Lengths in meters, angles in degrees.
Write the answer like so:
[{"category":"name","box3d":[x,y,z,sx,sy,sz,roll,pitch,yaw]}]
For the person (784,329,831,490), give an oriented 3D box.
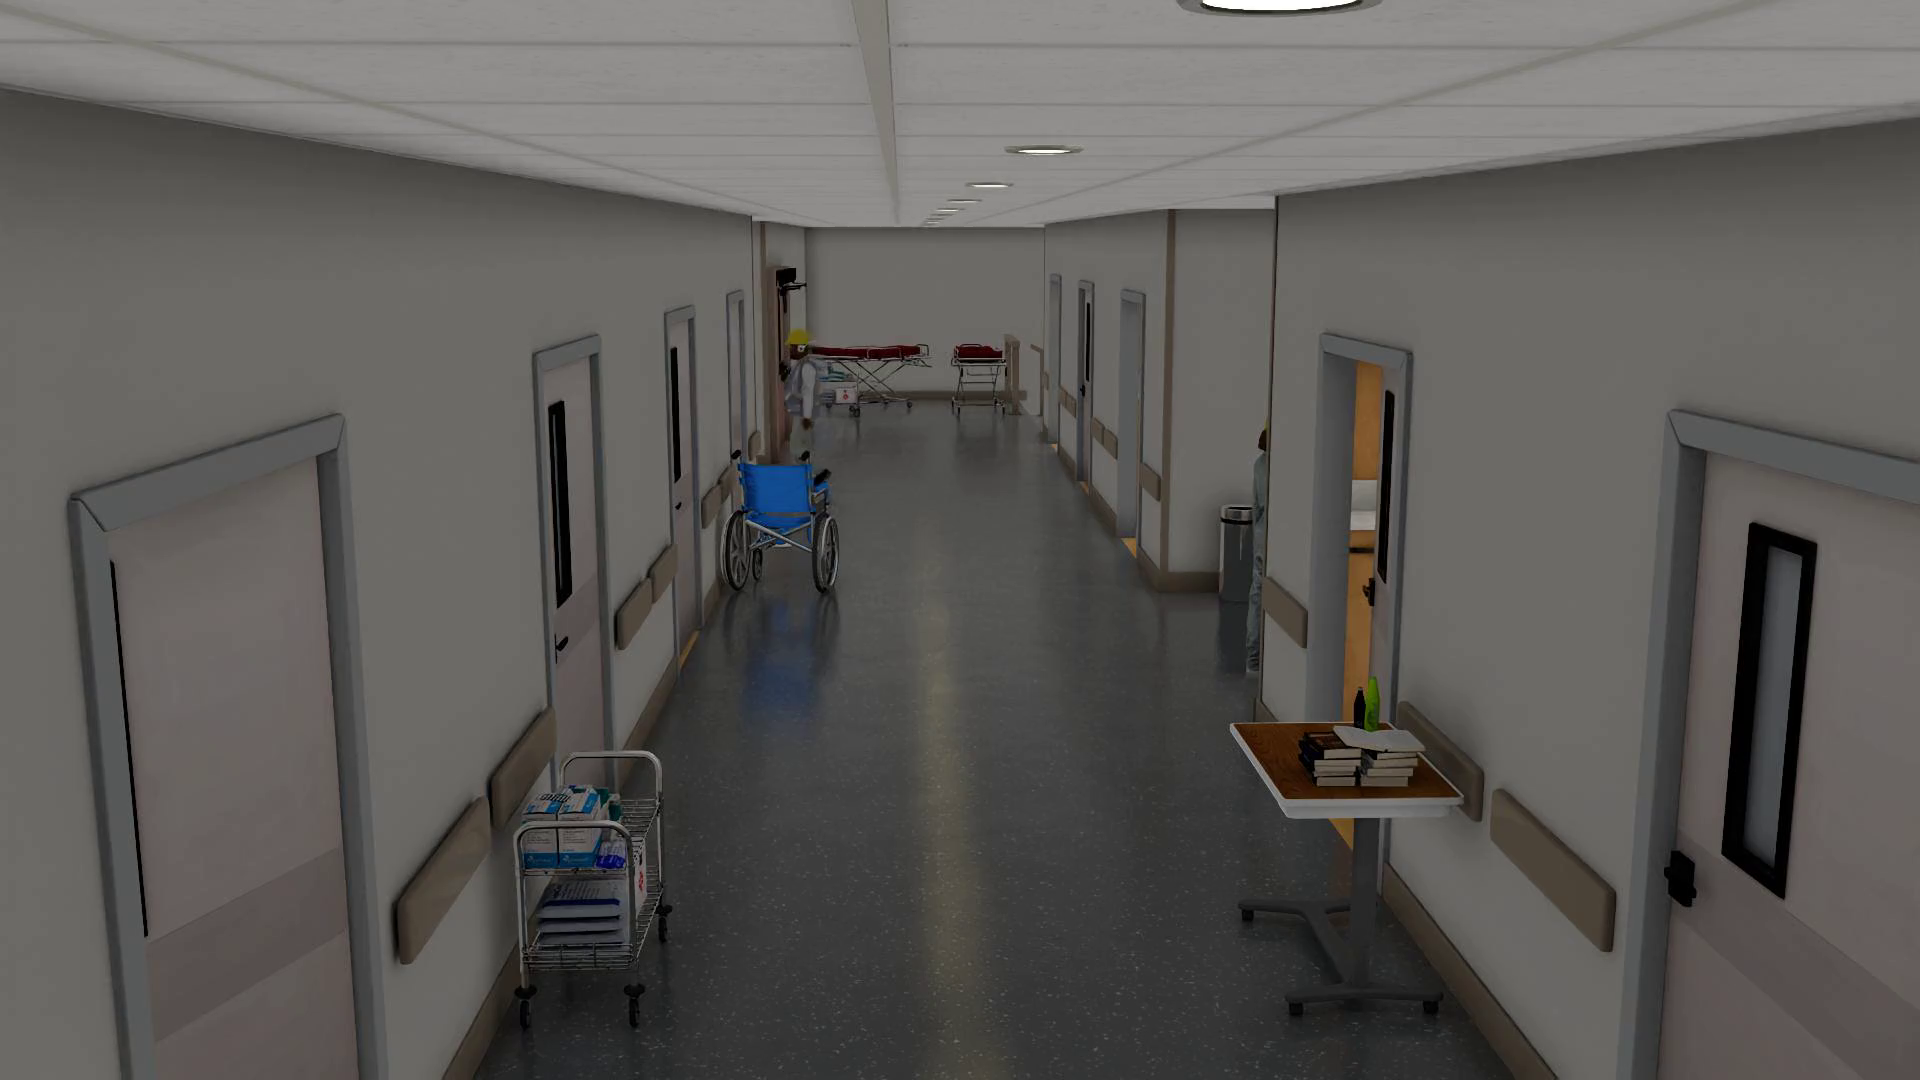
[{"category":"person","box3d":[-1.739,-1.428,18.443,0.435,1.815,0.610,-3,10,-14]}]
